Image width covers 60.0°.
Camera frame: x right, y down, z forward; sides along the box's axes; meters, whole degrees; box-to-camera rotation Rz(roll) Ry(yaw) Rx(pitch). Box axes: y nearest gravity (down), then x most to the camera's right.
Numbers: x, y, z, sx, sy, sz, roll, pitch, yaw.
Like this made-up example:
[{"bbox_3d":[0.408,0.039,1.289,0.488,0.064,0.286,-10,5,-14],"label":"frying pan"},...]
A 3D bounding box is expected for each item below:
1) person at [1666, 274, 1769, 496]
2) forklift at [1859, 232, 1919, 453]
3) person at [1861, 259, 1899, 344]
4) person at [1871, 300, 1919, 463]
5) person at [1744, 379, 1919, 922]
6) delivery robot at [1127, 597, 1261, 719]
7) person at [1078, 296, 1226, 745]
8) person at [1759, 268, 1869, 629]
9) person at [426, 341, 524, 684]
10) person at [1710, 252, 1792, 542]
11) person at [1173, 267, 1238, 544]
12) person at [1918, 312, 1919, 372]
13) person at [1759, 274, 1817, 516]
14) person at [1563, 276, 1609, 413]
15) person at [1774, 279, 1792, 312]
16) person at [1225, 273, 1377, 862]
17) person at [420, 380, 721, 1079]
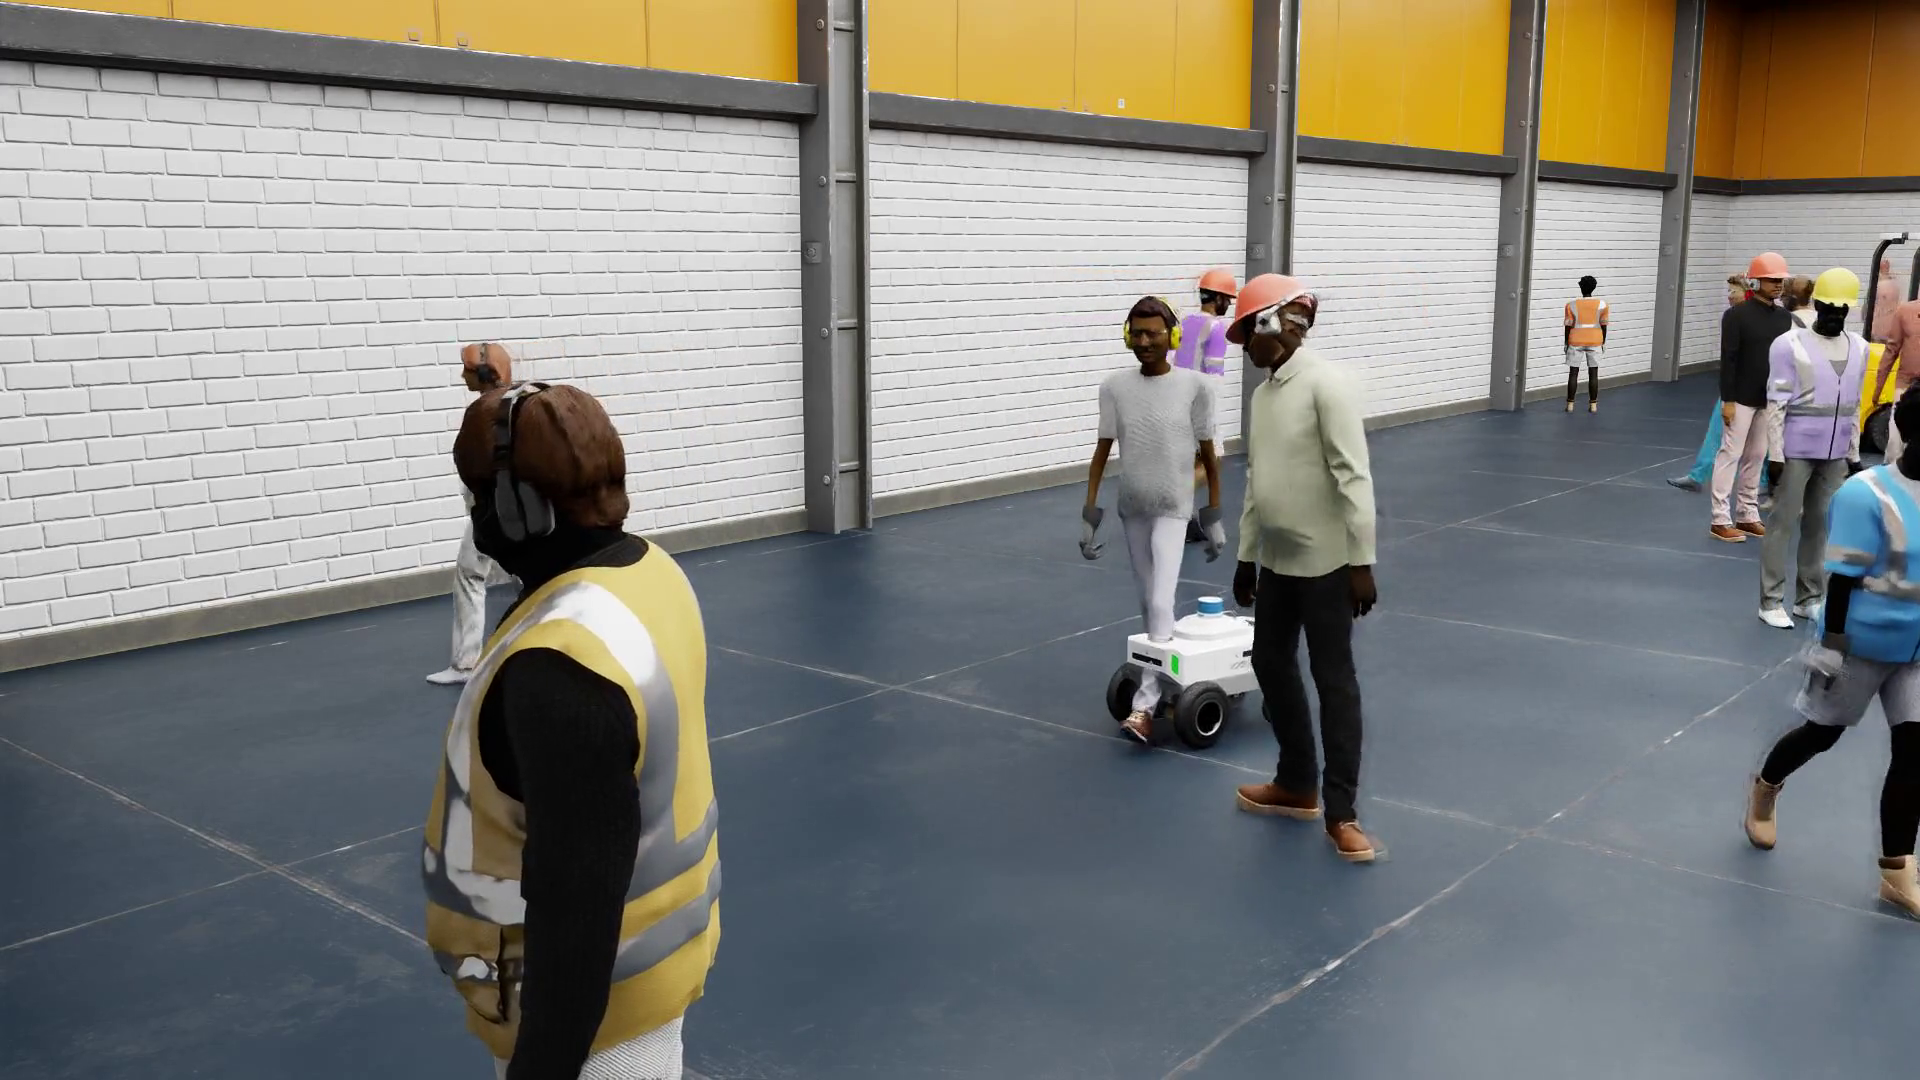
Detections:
[{"bbox_3d":[6.284,-1.246,13.542,0.918,1.805,0.571,-1,10,-8],"label":"person"},{"bbox_3d":[9.955,-1.972,16.595,2.313,2.155,1.214,1,10,8],"label":"forklift"},{"bbox_3d":[12.501,-2.855,22.515,0.647,1.885,0.642,-9,14,-43],"label":"person"},{"bbox_3d":[7.128,-1.097,12.319,0.693,1.940,0.751,7,12,35],"label":"person"},{"bbox_3d":[2.846,0.292,5.249,0.537,1.656,0.820,-3,10,-15],"label":"person"},{"bbox_3d":[1.050,0.483,7.014,0.707,0.478,0.477,-7,12,-35],"label":"delivery robot"},{"bbox_3d":[0.767,-0.083,6.885,0.566,1.822,0.951,5,11,27],"label":"person"},{"bbox_3d":[4.580,-0.482,8.895,0.585,1.920,0.383,-2,10,-13],"label":"person"},{"bbox_3d":[-2.083,-0.123,7.726,0.761,1.606,0.512,0,10,2],"label":"person"},{"bbox_3d":[5.516,-0.985,11.542,0.612,1.996,0.388,-4,11,-23],"label":"person"},{"bbox_3d":[1.602,-0.891,11.289,0.603,1.905,0.550,-5,11,-25],"label":"person"},{"bbox_3d":[6.961,-0.853,11.831,0.400,1.619,0.542,5,11,28],"label":"person"},{"bbox_3d":[6.324,-1.079,12.563,0.554,1.832,0.384,0,10,1],"label":"person"},{"bbox_3d":[7.724,-2.414,20.558,0.531,1.692,0.320,3,10,16],"label":"person"},{"bbox_3d":[8.631,-2.016,17.706,1.006,1.886,0.660,-8,13,-38],"label":"person"},{"bbox_3d":[1.191,0.083,5.648,0.380,1.945,0.776,-4,11,-20],"label":"person"},{"bbox_3d":[-0.583,0.678,2.528,0.430,1.839,0.619,0,10,-1],"label":"person"}]
